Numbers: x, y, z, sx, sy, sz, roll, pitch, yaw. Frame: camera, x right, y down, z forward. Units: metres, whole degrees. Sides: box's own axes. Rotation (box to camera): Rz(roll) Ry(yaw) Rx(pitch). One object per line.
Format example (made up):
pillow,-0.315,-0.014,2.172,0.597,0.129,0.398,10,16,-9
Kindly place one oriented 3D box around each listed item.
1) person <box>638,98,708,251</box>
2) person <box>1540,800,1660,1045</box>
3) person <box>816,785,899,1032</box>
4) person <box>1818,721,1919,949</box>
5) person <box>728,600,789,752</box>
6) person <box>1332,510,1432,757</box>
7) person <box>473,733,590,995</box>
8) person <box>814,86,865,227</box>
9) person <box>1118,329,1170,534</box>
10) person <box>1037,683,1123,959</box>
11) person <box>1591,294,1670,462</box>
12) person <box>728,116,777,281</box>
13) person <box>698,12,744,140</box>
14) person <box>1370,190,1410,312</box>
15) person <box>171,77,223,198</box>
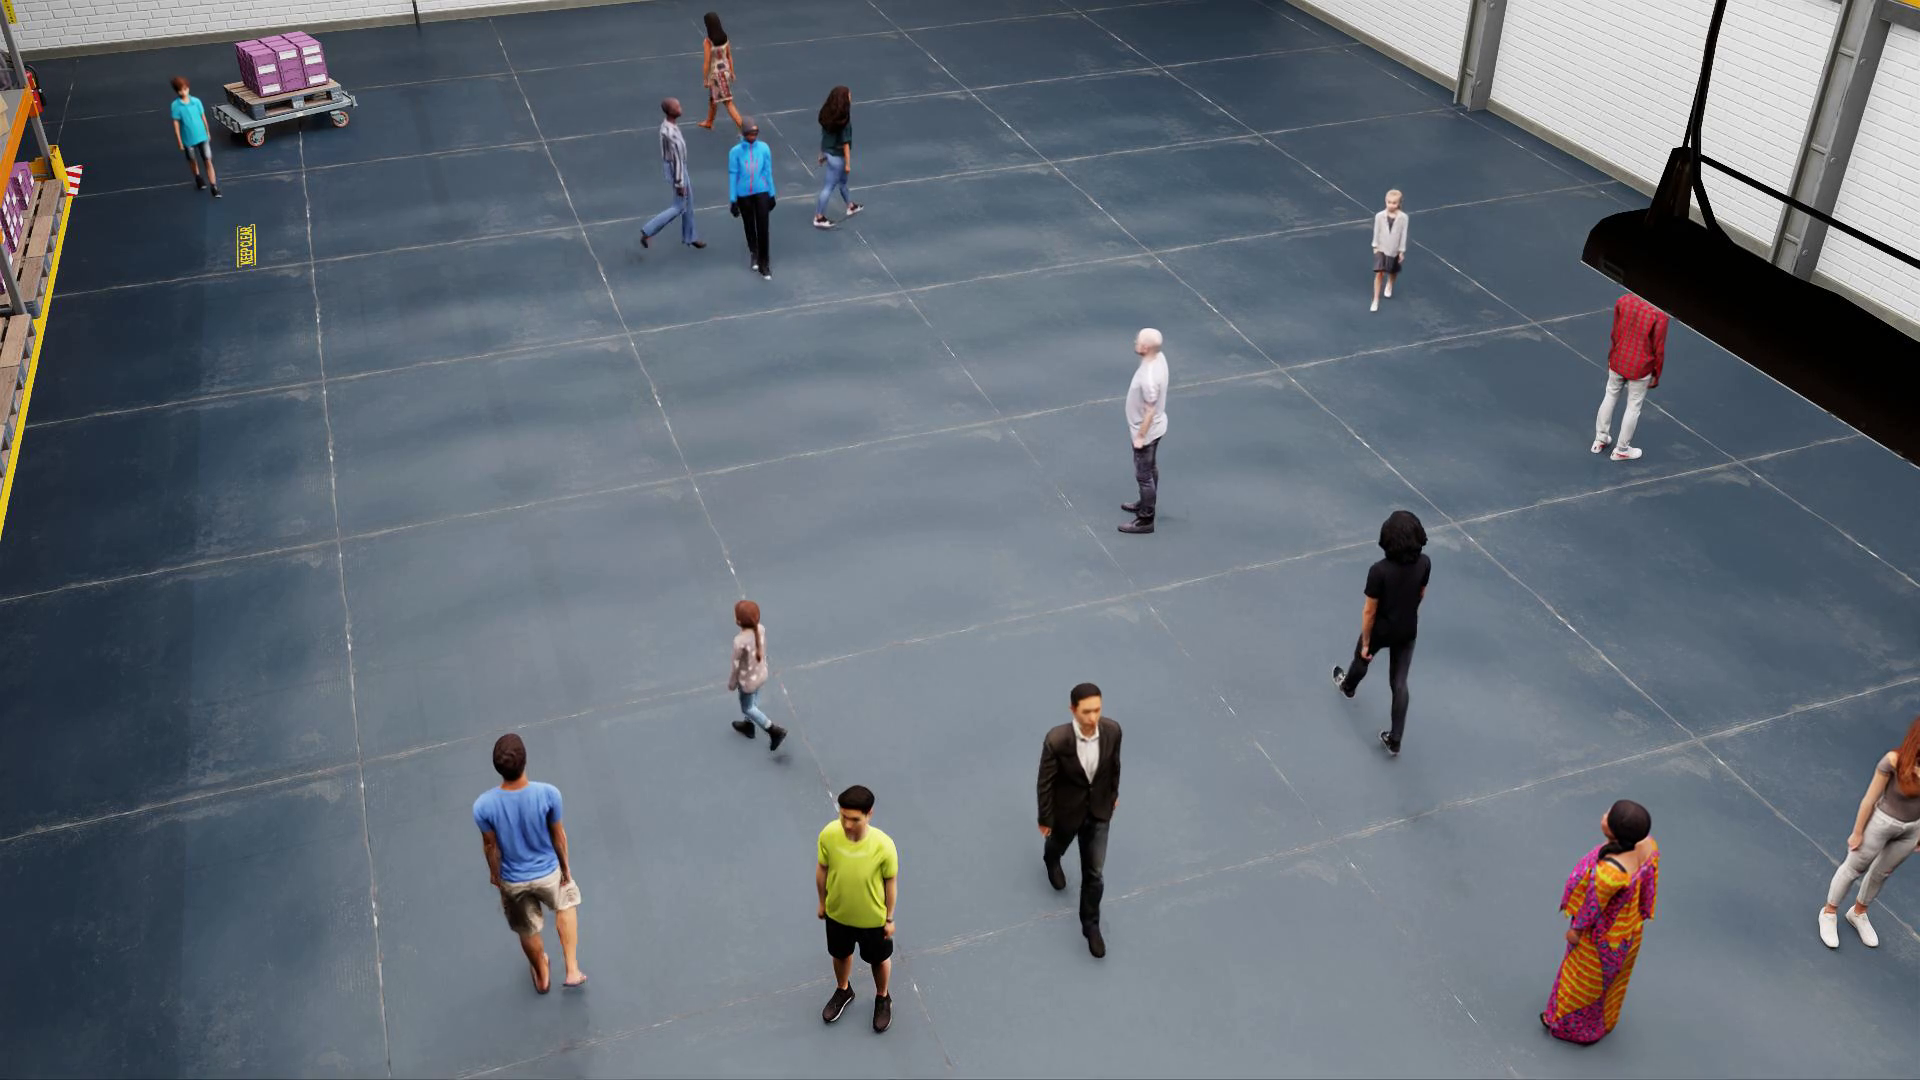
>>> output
person,-3.225,-3.985,18.357,0.744,1.775,0.950,-9,35,-14
person,3.587,2.098,9.302,0.755,1.668,0.786,-28,43,-35
person,-0.577,2.046,9.345,0.703,1.708,0.723,8,34,12
person,5.501,1.704,9.845,0.657,1.724,0.624,0,34,-1
person,-1.420,0.945,11.473,0.816,1.185,0.731,18,38,25
person,2.981,0.663,11.348,0.793,1.793,1.189,-5,34,-8
person,-2.421,1.922,9.401,0.639,1.851,0.711,-10,35,-15
person,-1.486,-4.386,19.142,0.813,1.574,0.963,-20,39,-27
person,1.548,-0.916,13.687,0.818,1.834,0.716,8,34,11
person,0.678,1.561,10.022,0.765,1.764,1.150,-8,35,-12
person,5.933,-1.561,14.670,0.791,1.820,0.633,-23,40,-31
person,-2.257,-3.762,18.031,0.748,1.764,1.013,-6,34,-9
person,-3.044,-5.948,21.471,1.199,1.597,1.065,19,38,26
person,4.518,-3.073,17.453,0.811,1.257,0.919,10,35,14
person,-9.232,-4.865,20.005,0.680,1.416,1.018,-20,38,-27
